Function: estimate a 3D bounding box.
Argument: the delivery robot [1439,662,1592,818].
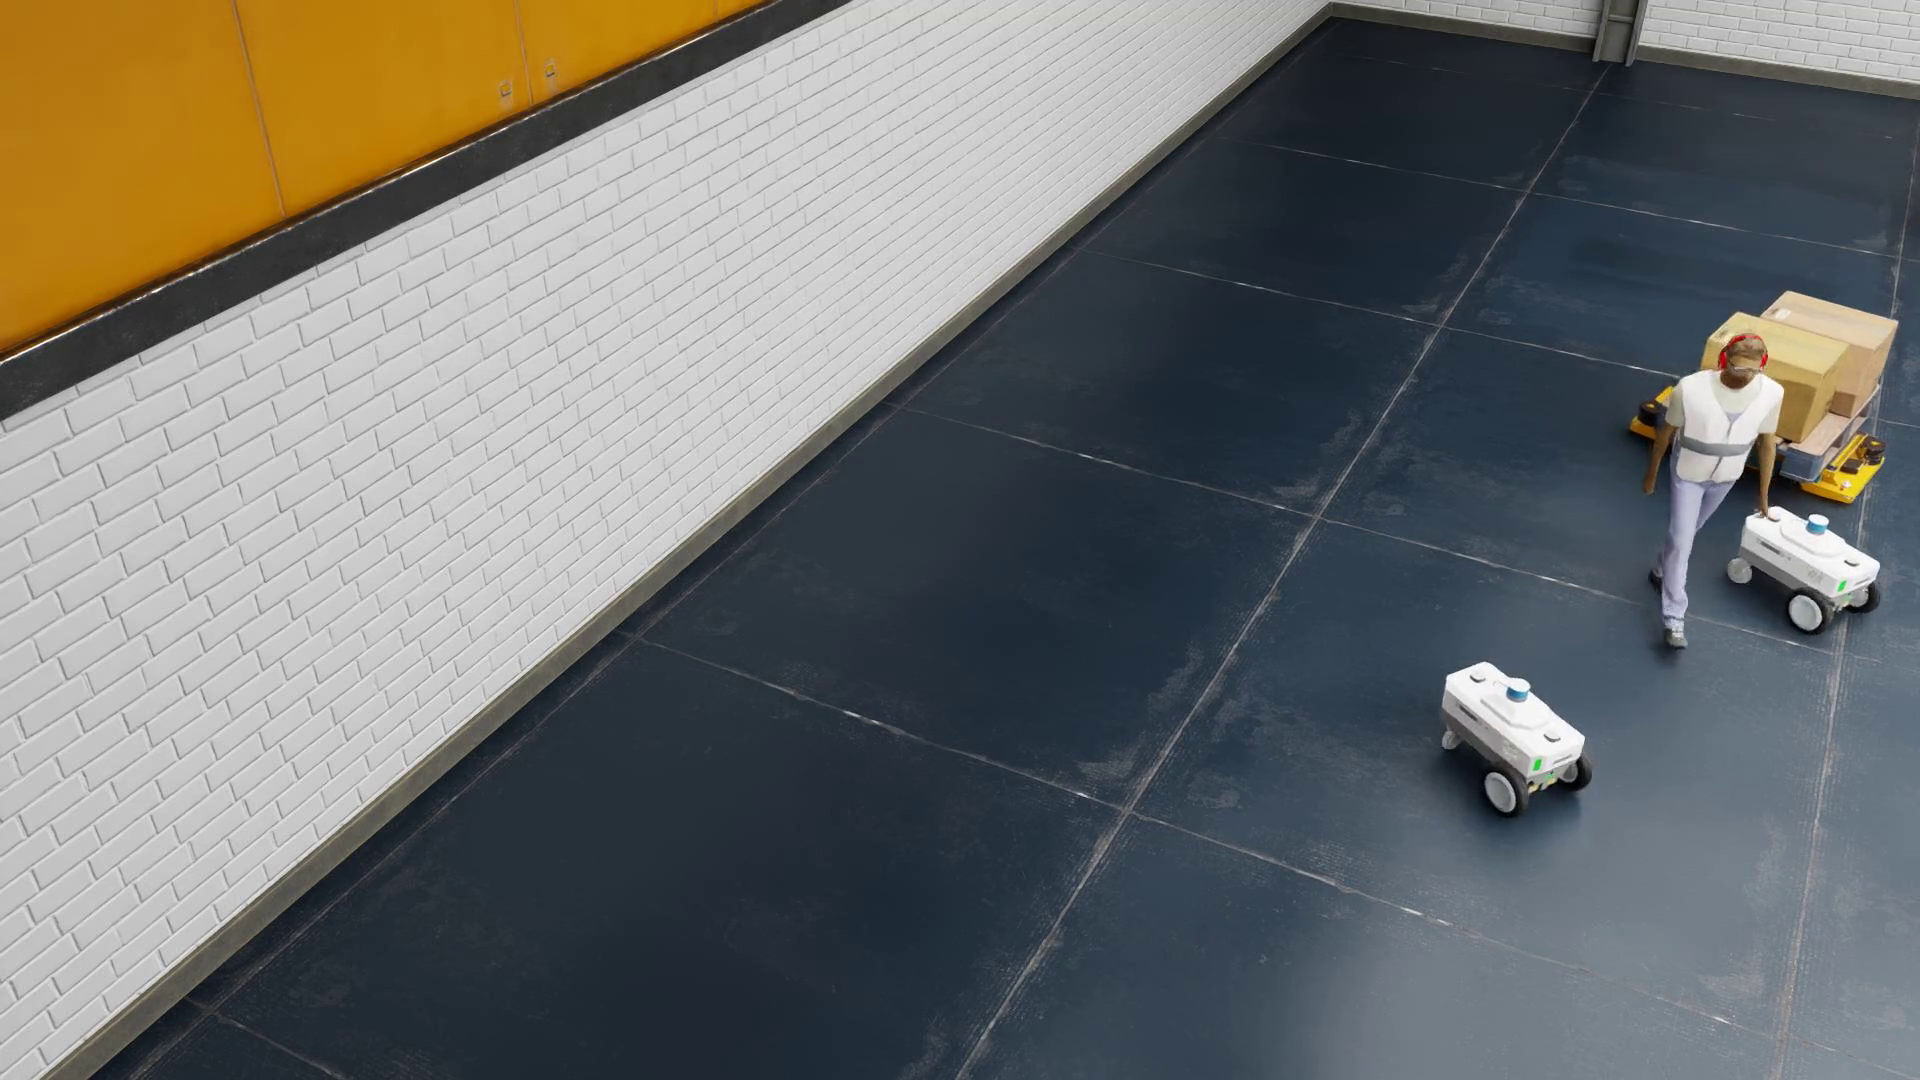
[{"bbox_3d":[2.762,0.977,8.284,0.520,0.613,0.784,-17,37,-23],"label":"delivery robot"}]

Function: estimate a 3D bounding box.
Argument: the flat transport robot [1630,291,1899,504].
[{"bbox_3d":[5.267,-0.681,10.991,1.431,0.231,0.659,26,42,33],"label":"flat transport robot"}]

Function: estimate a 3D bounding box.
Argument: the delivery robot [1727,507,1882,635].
[{"bbox_3d":[4.844,0.144,9.514,0.499,0.602,0.801,-17,38,-24],"label":"delivery robot"}]

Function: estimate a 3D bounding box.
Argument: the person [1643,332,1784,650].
[{"bbox_3d":[4.085,-0.282,9.016,0.580,1.793,0.935,-1,34,-1],"label":"person"}]
